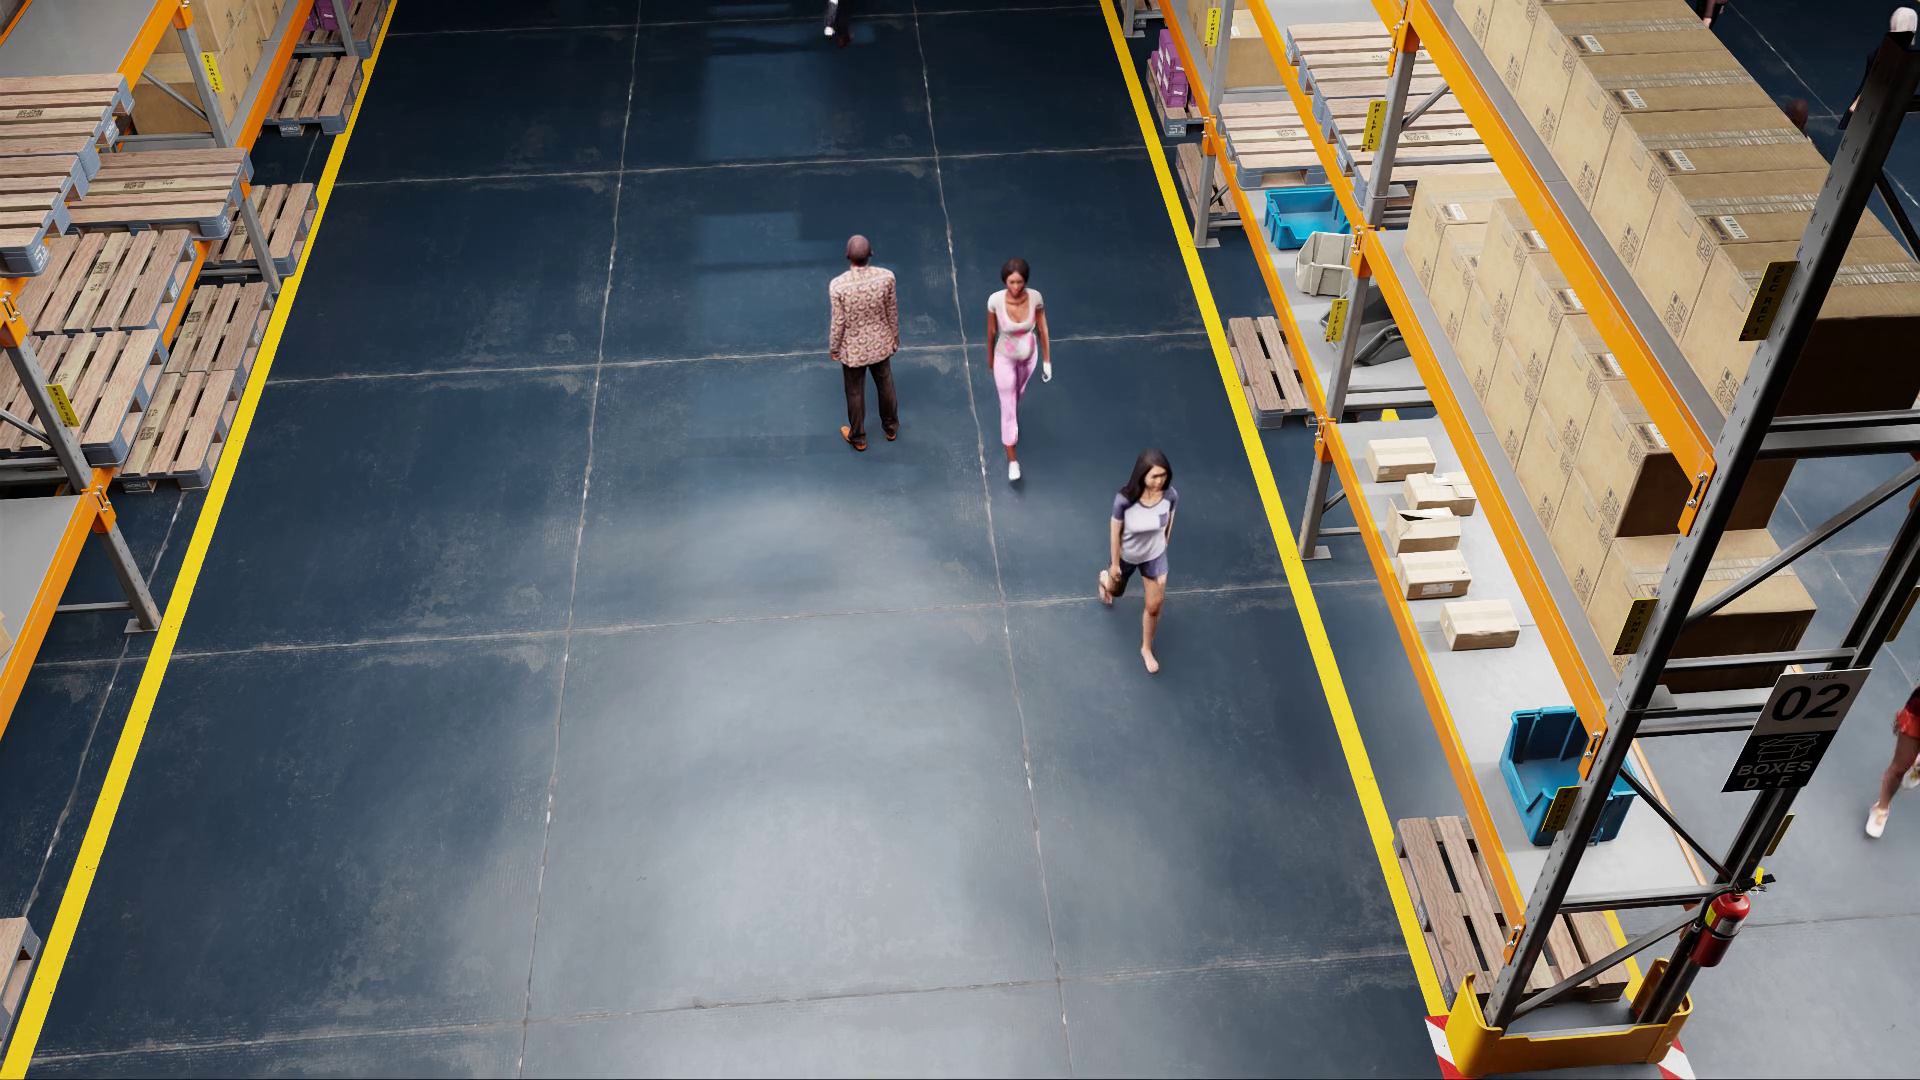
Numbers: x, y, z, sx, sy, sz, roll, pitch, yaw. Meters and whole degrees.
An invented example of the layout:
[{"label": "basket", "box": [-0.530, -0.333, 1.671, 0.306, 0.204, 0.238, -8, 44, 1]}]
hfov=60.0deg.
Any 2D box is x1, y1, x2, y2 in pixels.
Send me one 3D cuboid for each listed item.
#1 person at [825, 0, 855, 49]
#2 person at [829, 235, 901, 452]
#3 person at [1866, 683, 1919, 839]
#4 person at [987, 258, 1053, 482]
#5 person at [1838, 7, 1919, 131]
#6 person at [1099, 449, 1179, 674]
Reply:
[{"label": "person", "box": [-1.265, -5.918, 16.942, 0.801, 1.882, 0.825, 18, 47, 18]}, {"label": "person", "box": [-0.705, -1.454, 12.310, 0.762, 1.807, 0.705, -16, 46, -17]}, {"label": "person", "box": [5.740, 1.035, 9.748, 0.833, 1.738, 0.932, 23, 48, 23]}, {"label": "person", "box": [0.404, -1.378, 12.311, 0.663, 1.696, 1.143, -7, 44, -7]}, {"label": "person", "box": [8.229, -3.984, 15.009, 0.696, 1.748, 0.724, -27, 50, -26]}, {"label": "person", "box": [1.136, 0.039, 10.834, 0.676, 1.682, 1.057, -9, 44, -9]}]
